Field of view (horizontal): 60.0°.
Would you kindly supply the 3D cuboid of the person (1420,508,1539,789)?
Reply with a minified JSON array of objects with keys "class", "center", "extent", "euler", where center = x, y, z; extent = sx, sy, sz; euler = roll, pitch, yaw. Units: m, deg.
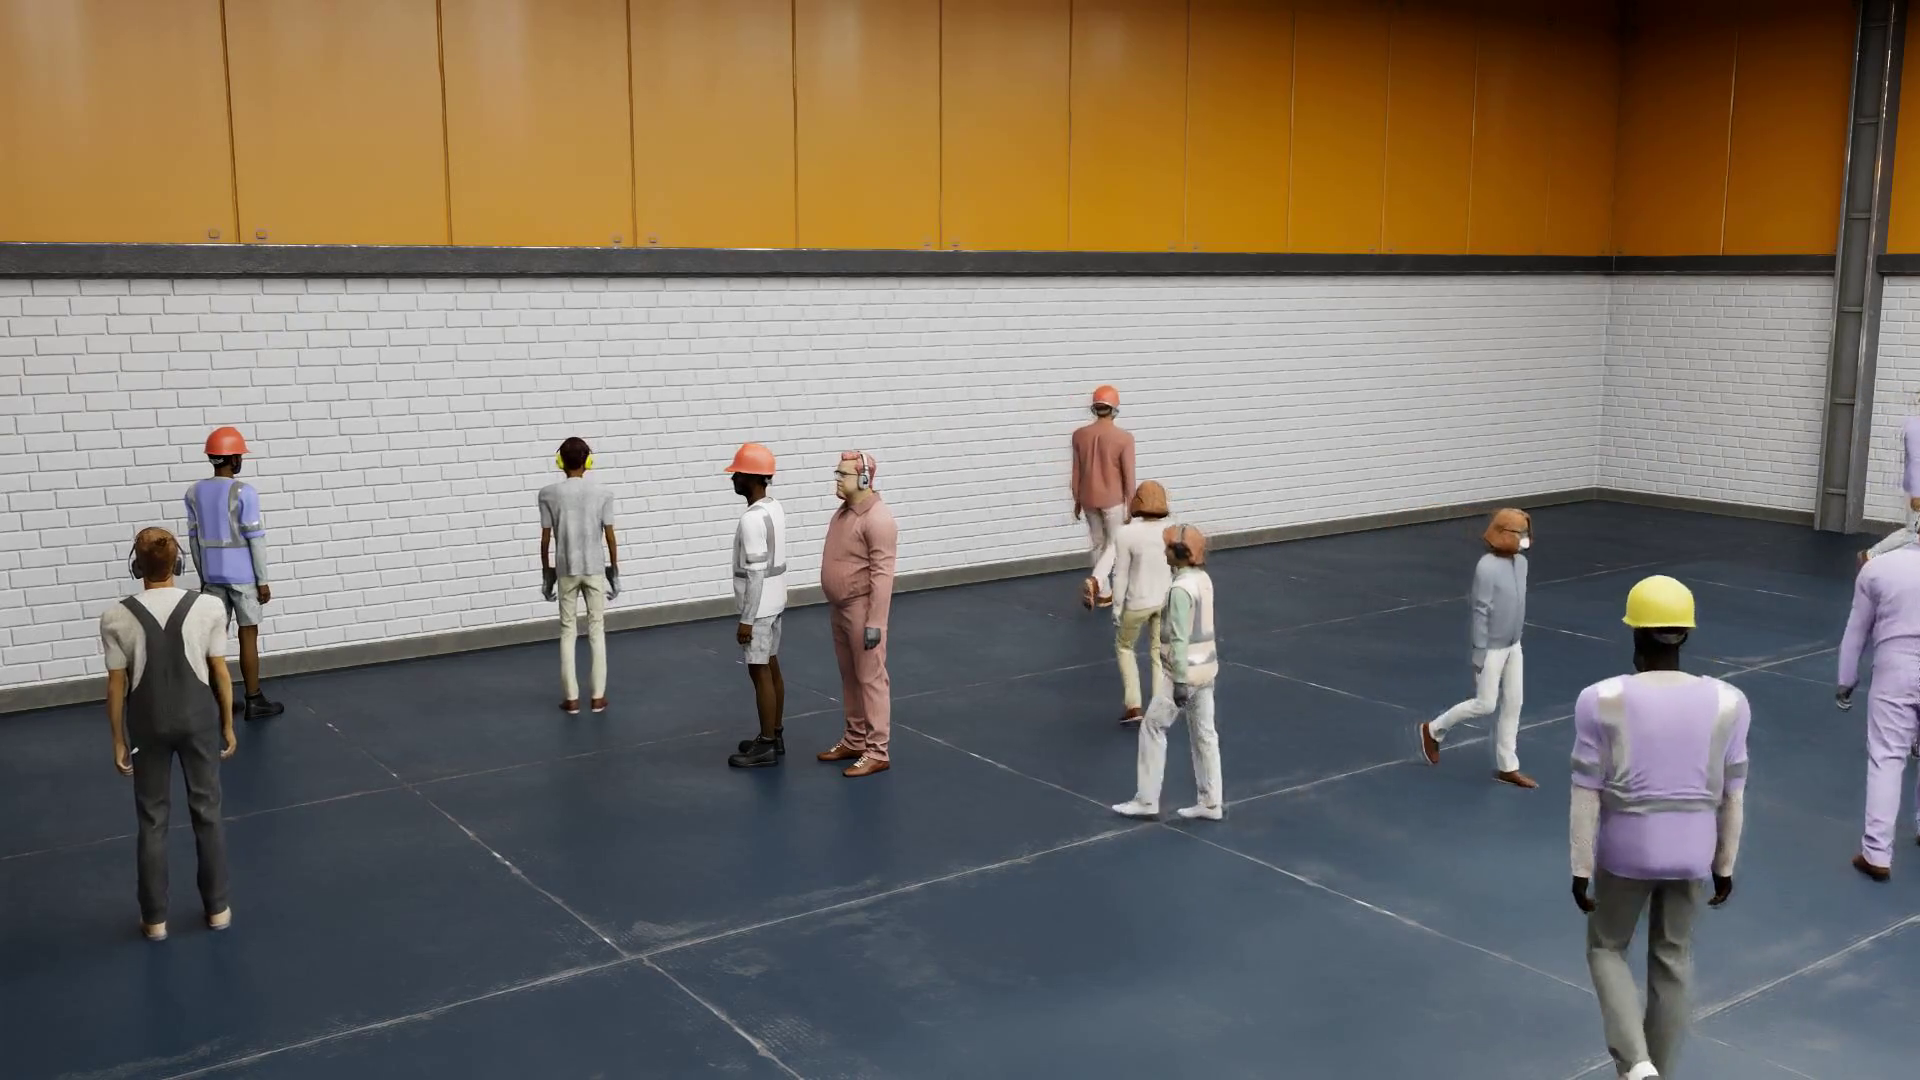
[{"class":"person","center":[3.031,0.601,9.574],"extent":[0.506,1.617,0.617],"euler":[-8,12,-41]}]

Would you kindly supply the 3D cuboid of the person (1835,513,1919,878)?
[{"class":"person","center":[4.763,0.702,8.261],"extent":[0.716,1.836,0.996],"euler":[6,11,32]}]

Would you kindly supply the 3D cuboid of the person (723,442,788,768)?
[{"class":"person","center":[-1.213,0.386,9.910],"extent":[0.351,1.942,0.545],"euler":[1,9,7]}]

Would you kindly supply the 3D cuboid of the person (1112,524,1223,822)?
[{"class":"person","center":[1.113,0.713,8.894],"extent":[0.685,1.614,0.538],"euler":[4,10,25]}]

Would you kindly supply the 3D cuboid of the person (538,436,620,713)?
[{"class":"person","center":[-2.541,0.234,11.127],"extent":[0.513,1.854,0.353],"euler":[-2,9,-13]}]

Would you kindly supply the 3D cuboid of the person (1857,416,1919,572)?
[{"class":"person","center":[8.751,-0.459,15.210],"extent":[0.635,1.917,0.782],"euler":[-6,11,-34]}]

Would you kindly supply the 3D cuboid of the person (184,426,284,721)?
[{"class":"person","center":[-4.772,0.223,10.925],"extent":[0.545,1.938,0.361],"euler":[2,9,14]}]

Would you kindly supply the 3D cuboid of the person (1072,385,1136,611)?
[{"class":"person","center":[1.222,-0.348,14.358],"extent":[0.620,1.974,0.768],"euler":[6,11,31]}]

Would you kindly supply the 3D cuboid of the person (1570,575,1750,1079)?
[{"class":"person","center":[2.385,1.082,5.695],"extent":[0.587,1.914,0.544],"euler":[1,9,5]}]

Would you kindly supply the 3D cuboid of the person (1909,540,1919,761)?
[{"class":"person","center":[5.852,0.502,9.698],"extent":[0.597,1.781,0.921],"euler":[-4,10,-24]}]

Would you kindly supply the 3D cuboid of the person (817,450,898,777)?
[{"class":"person","center":[-0.617,0.422,9.784],"extent":[0.408,1.913,0.642],"euler":[-5,10,-27]}]

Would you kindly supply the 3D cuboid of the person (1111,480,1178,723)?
[{"class":"person","center":[1.196,0.422,10.661],"extent":[0.534,1.616,0.474],"euler":[-3,10,-16]}]

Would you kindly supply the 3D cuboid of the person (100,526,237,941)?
[{"class":"person","center":[-3.487,0.852,7.375],"extent":[0.511,1.839,0.336],"euler":[-4,10,-25]}]
